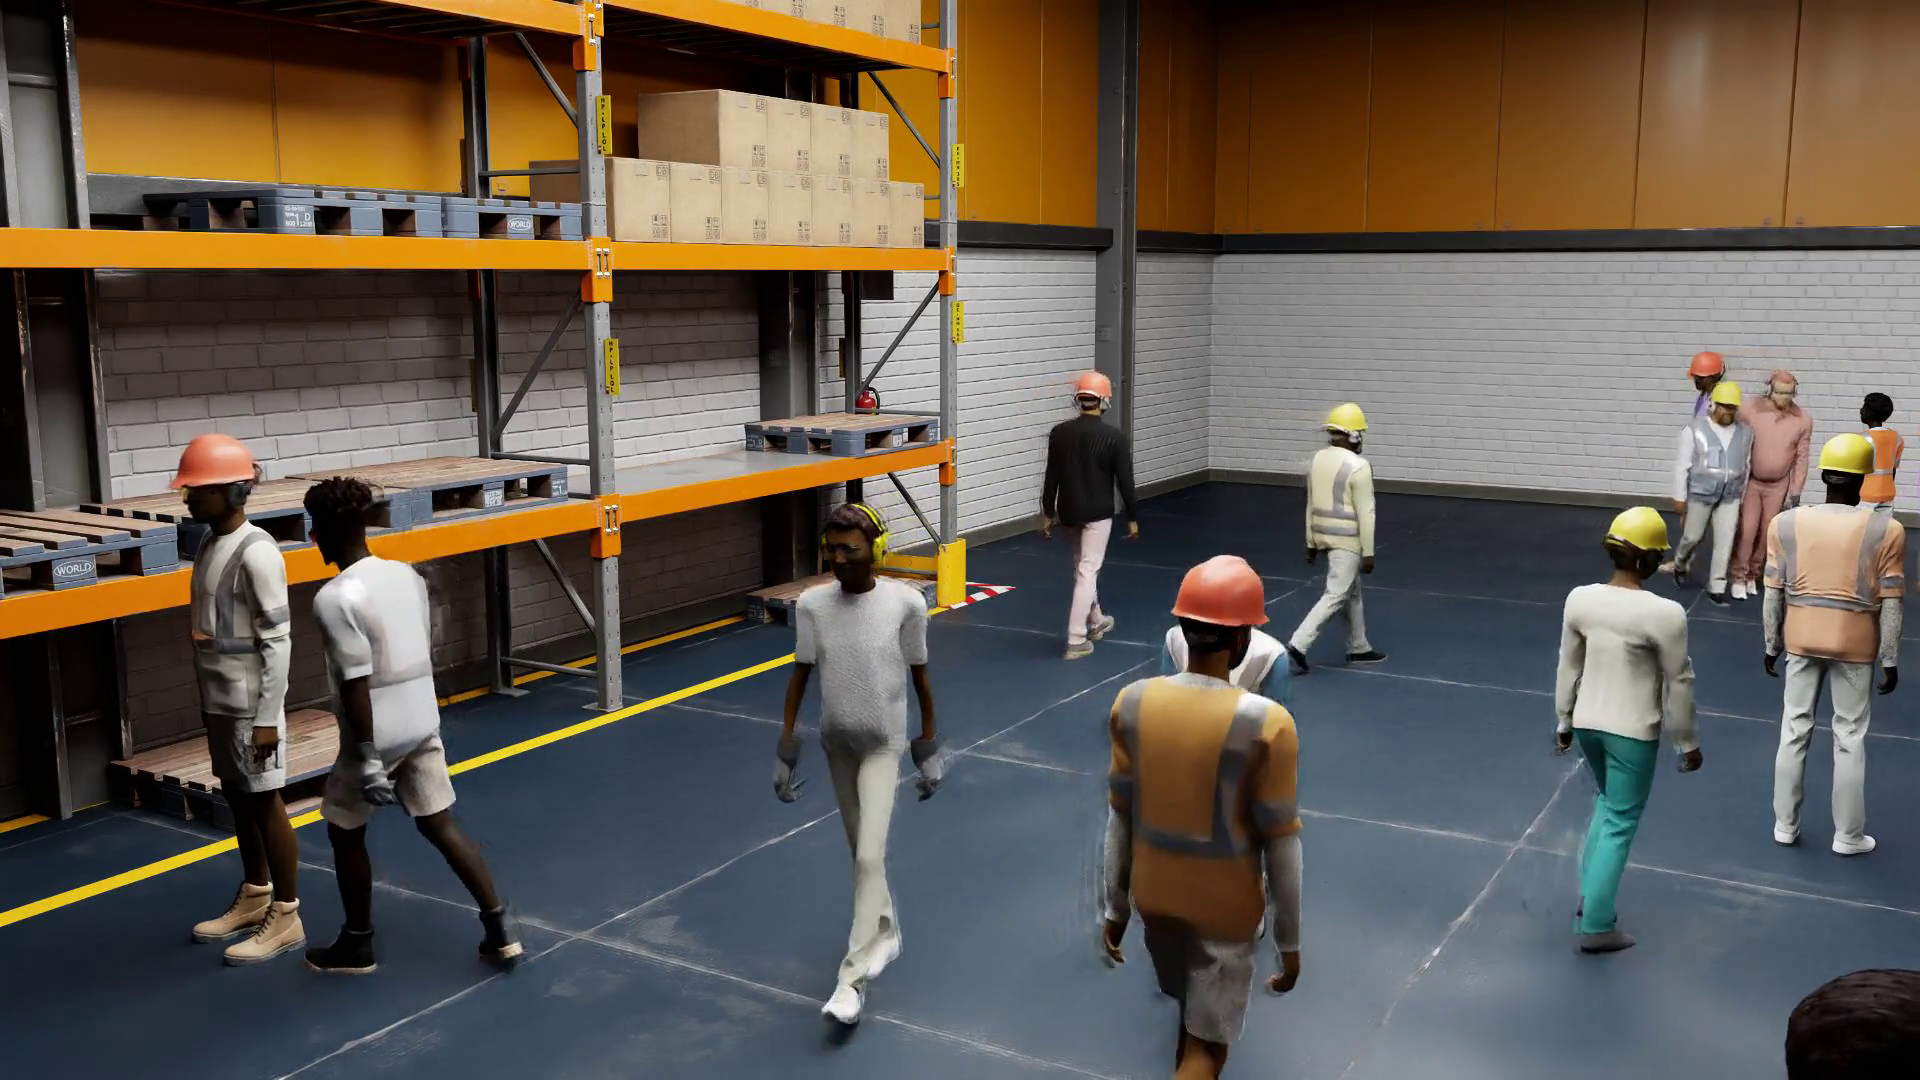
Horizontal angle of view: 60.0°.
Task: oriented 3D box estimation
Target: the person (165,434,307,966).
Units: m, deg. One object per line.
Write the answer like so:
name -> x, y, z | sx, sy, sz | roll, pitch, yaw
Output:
person -> -2.800, 0.610, 6.407 | 0.380, 2.041, 0.616 | -9, 12, -43

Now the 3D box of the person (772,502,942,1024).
person -> -0.407, 0.785, 5.966 | 0.563, 1.823, 0.935 | 3, 10, 19

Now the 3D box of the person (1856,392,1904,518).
person -> 7.329, -0.340, 13.405 | 0.540, 1.700, 0.316 | -4, 10, -24

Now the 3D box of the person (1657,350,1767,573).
person -> 6.632, -0.659, 14.499 | 0.867, 1.997, 0.663 | 1, 9, 7

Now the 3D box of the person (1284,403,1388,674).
person -> 2.490, -0.008, 11.013 | 0.886, 1.800, 0.595 | -3, 10, -21

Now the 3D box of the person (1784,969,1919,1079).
person -> 0.966, 1.396, 1.880 | 0.391, 1.922, 0.593 | 7, 11, 37

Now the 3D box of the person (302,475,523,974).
person -> -2.054, 0.710, 6.234 | 0.842, 1.920, 0.628 | 3, 9, 16

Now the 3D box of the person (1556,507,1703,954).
person -> 2.616, 0.742, 6.519 | 0.550, 1.750, 0.536 | -5, 10, -26

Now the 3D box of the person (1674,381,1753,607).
person -> 6.078, -0.402, 13.490 | 0.590, 1.802, 0.804 | 1, 9, 4

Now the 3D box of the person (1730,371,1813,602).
person -> 6.534, -0.431, 13.485 | 0.697, 1.858, 0.785 | 1, 9, 7

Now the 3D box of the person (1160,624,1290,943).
person -> 1.021, 0.848, 6.231 | 0.545, 1.614, 0.655 | 7, 11, 36

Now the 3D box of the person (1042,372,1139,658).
person -> 0.977, -0.193, 11.668 | 0.658, 1.955, 0.931 | 6, 11, 34

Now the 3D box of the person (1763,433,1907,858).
person -> 3.974, 0.477, 7.593 | 0.584, 1.929, 0.371 | 8, 12, 41

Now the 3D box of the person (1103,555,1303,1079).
person -> 0.611, 0.997, 4.475 | 0.572, 1.902, 0.886 | 7, 11, 37
